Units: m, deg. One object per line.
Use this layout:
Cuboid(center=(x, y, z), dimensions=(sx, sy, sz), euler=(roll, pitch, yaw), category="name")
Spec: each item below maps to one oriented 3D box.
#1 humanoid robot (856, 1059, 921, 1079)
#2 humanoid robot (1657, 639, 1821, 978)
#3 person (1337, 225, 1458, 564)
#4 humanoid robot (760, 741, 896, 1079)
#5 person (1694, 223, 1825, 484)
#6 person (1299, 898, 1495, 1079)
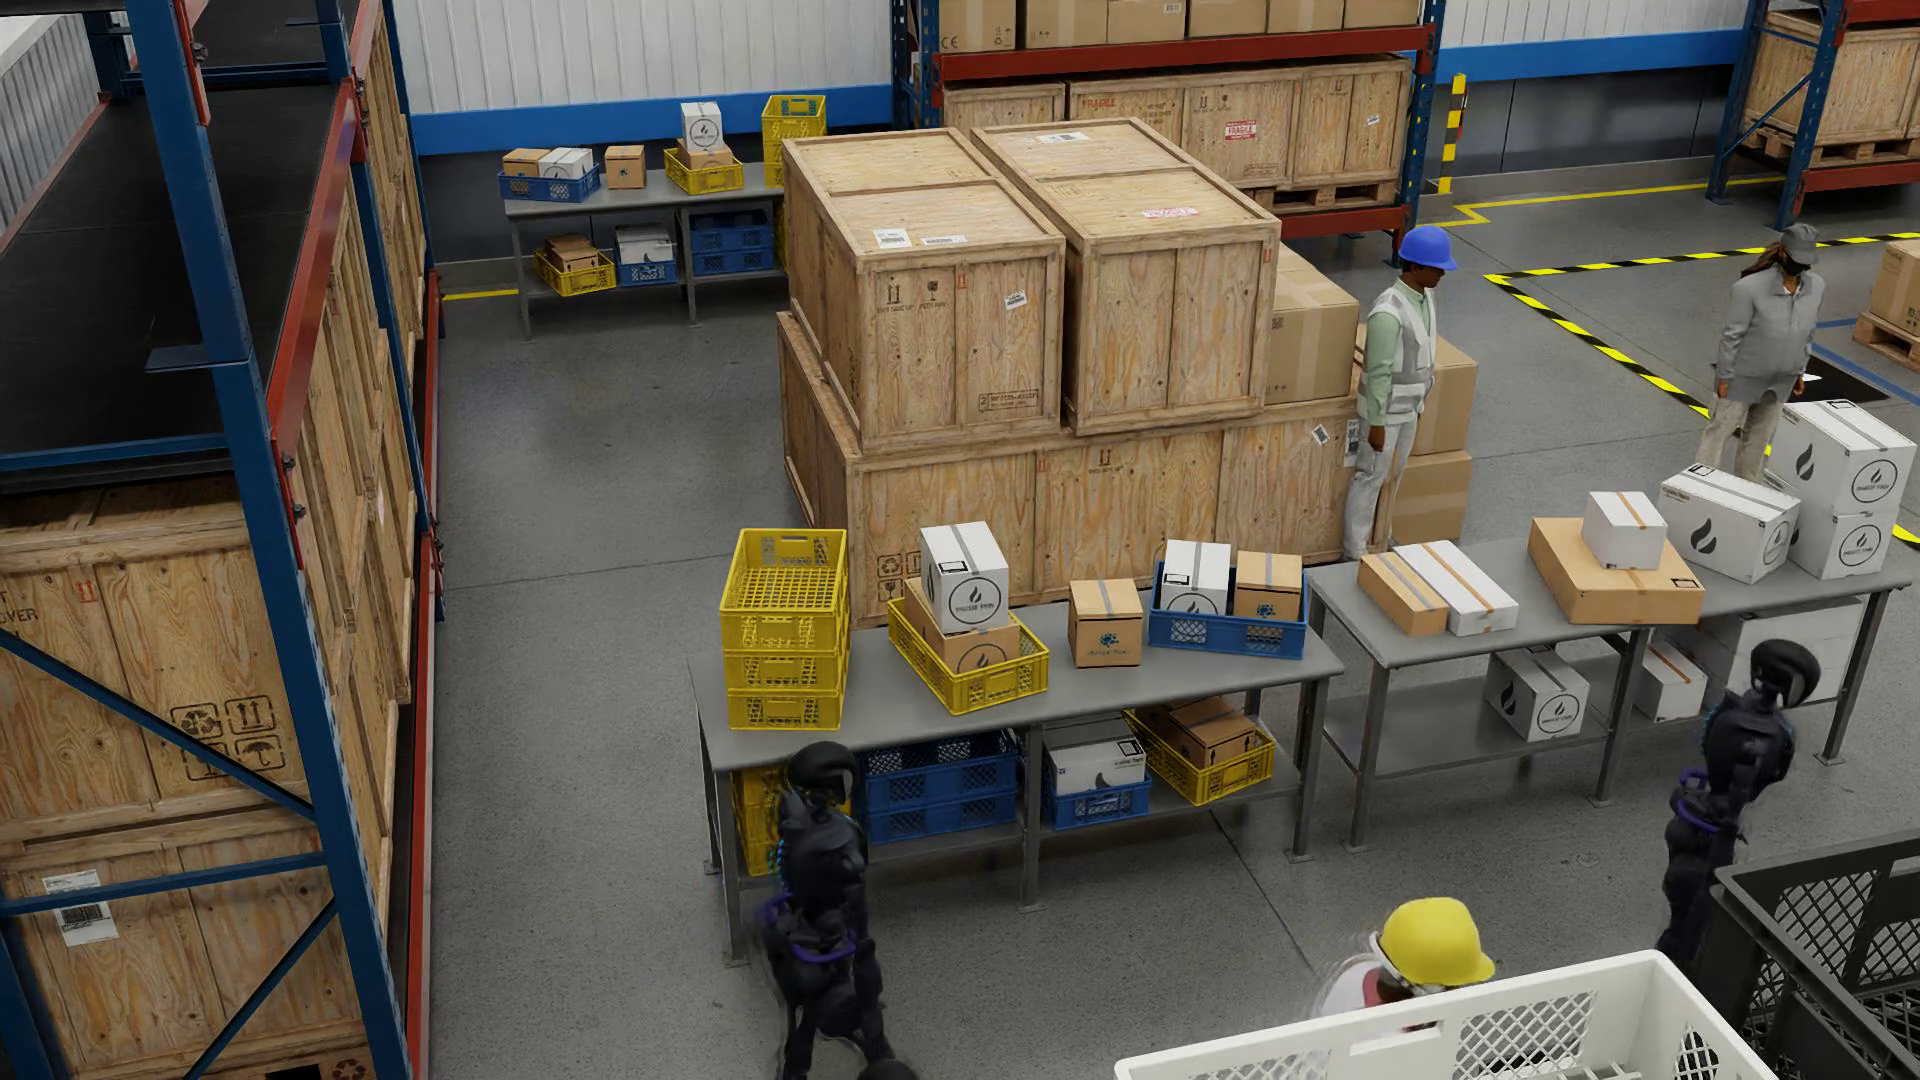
Cuboid(center=(-0.121, 1.971, 4.079), dimensions=(0.408, 1.640, 0.599), euler=(25, 38, 38), category="humanoid robot")
Cuboid(center=(2.557, 1.043, 5.773), dimensions=(0.453, 1.645, 0.611), euler=(13, 31, 22), category="humanoid robot")
Cuboid(center=(2.272, -0.705, 8.672), dimensions=(0.410, 1.939, 0.606), euler=(19, 34, 31), category="person")
Cuboid(center=(-0.386, 1.306, 5.302), dimensions=(0.626, 1.639, 0.584), euler=(-18, 34, -29), category="humanoid robot")
Cuboid(center=(4.429, -0.917, 9.231), dimensions=(0.563, 1.763, 0.403), euler=(-5, 29, -10), category="person")
Cuboid(center=(1.040, 1.697, 4.446), dimensions=(0.561, 1.803, 0.613), euler=(3, 29, 6), category="person")
